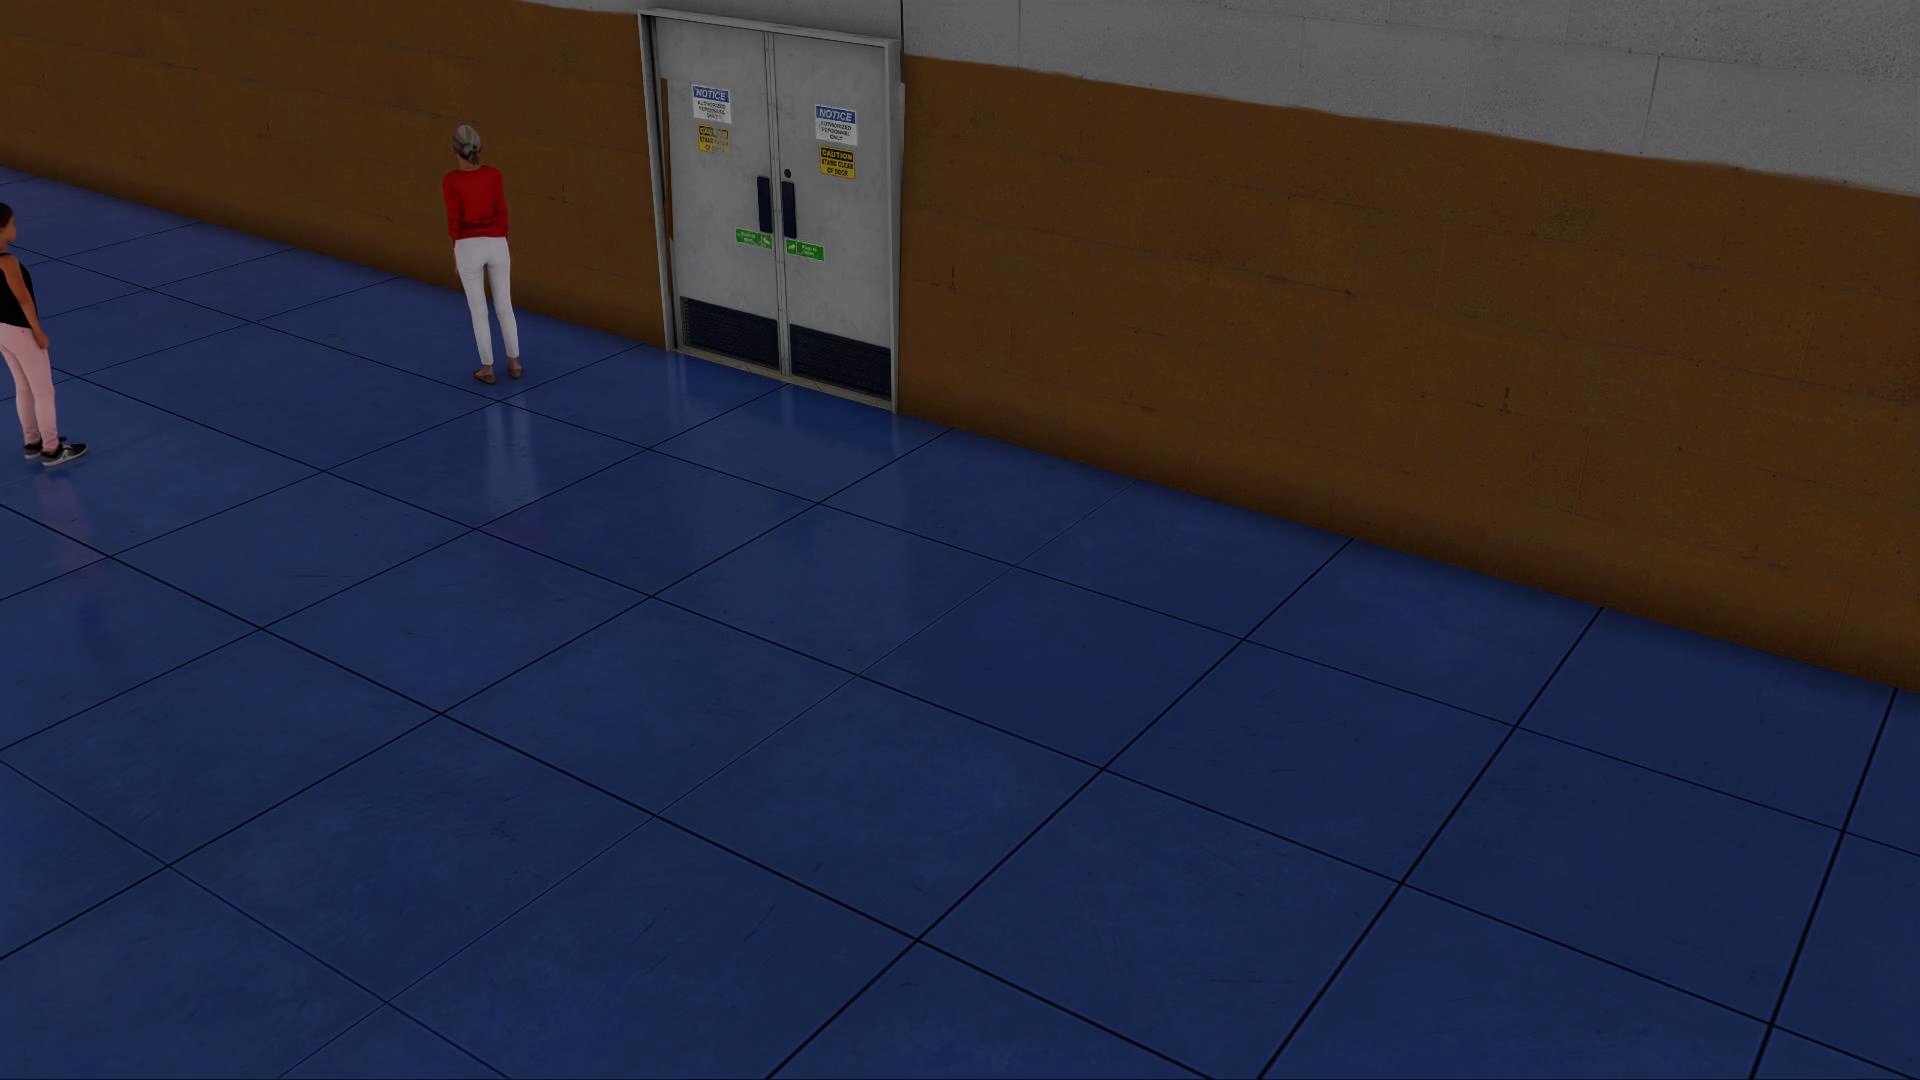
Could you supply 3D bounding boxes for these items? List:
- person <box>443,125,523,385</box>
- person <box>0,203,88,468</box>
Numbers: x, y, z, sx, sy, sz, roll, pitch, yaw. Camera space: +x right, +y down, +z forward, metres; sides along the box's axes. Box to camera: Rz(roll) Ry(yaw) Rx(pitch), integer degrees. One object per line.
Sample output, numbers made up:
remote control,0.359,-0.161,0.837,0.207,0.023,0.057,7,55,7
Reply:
person,-3.092,-1.844,10.772,0.601,1.694,0.690,-15,30,-27
person,-5.446,-1.184,9.617,0.529,1.560,0.522,16,31,28
